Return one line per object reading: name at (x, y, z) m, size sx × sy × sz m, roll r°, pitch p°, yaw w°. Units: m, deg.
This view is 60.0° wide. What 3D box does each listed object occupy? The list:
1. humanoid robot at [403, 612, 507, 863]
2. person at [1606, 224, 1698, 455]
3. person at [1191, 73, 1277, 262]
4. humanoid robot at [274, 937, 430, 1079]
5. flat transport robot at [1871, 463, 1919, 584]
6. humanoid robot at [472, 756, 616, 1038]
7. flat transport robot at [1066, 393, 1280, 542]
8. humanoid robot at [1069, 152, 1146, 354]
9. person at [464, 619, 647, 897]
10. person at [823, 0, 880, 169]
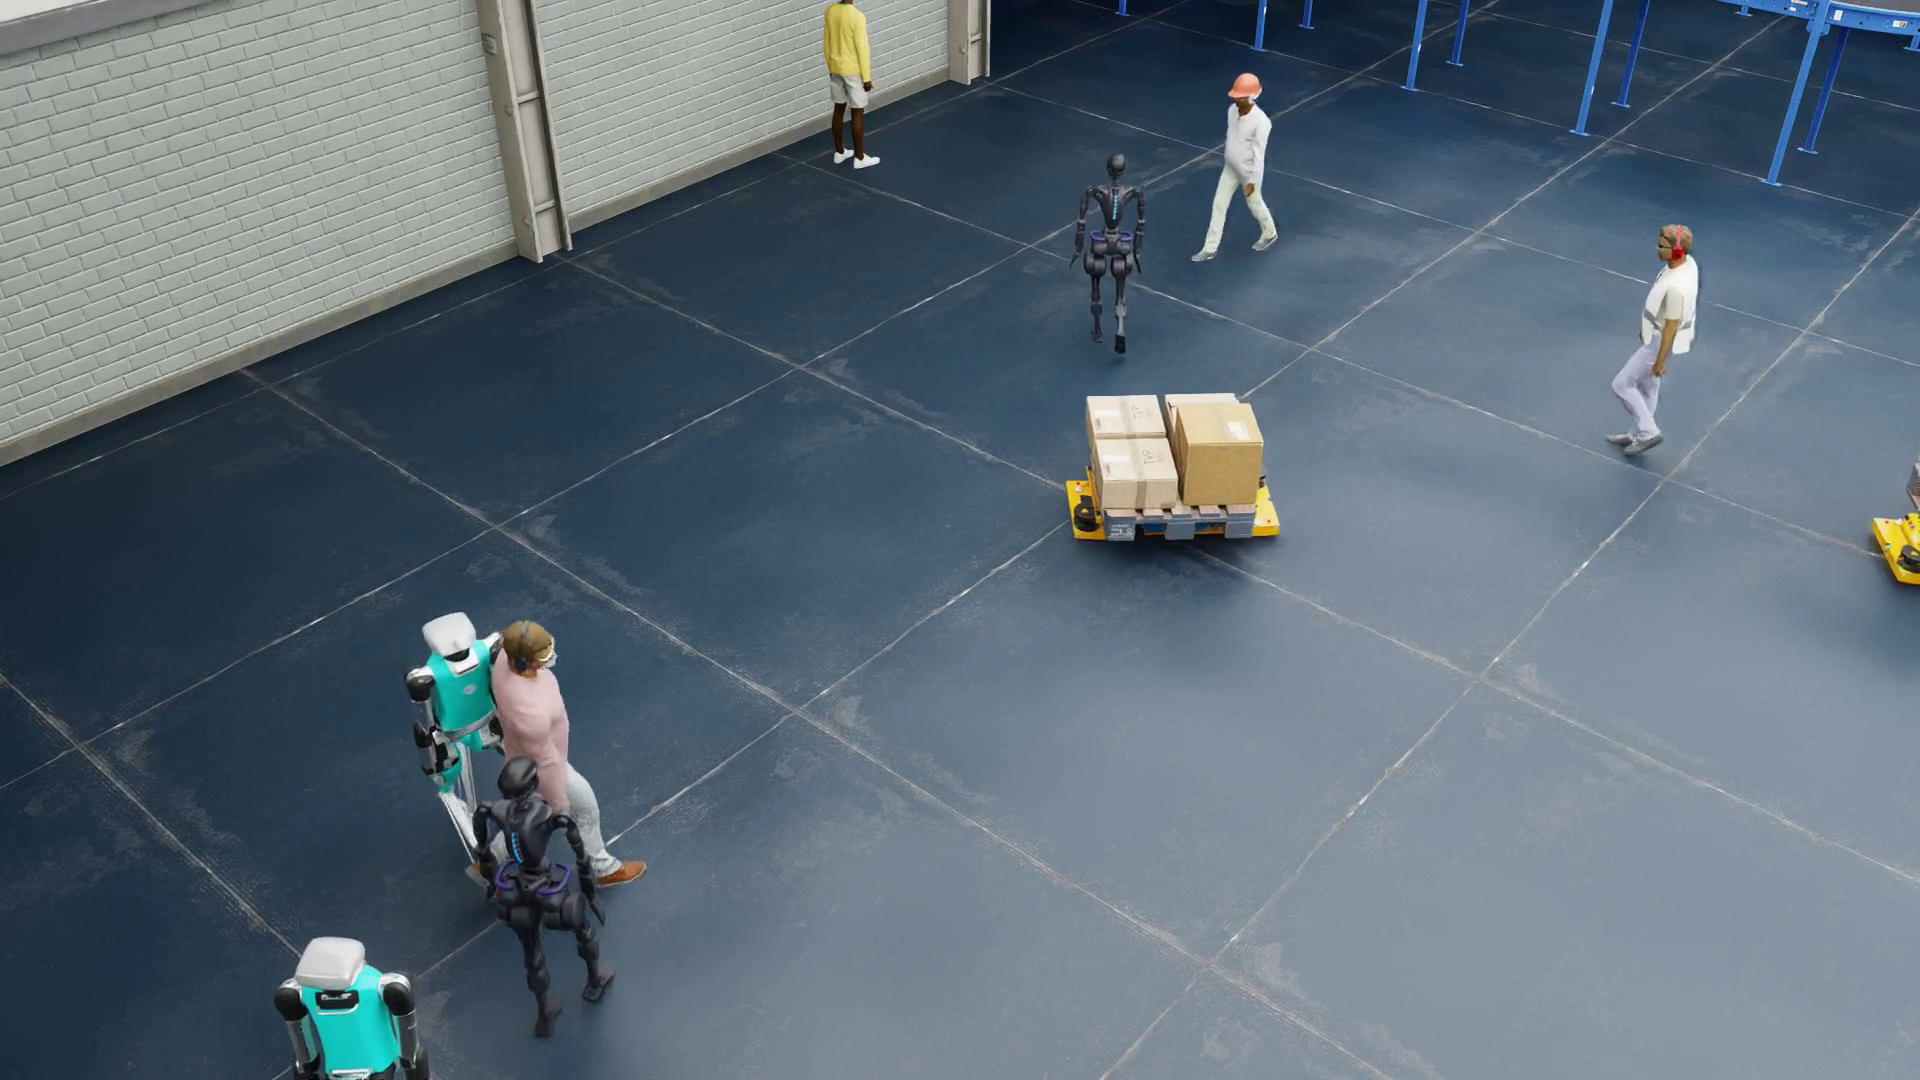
humanoid robot at (-2.678, 0.991, 8.740) m, size 0.532 × 1.764 × 0.849 m, roll -27°, pitch 44°, yaw -33°
person at (5.052, -1.432, 12.057) m, size 0.465 × 1.823 × 0.558 m, roll 18°, pitch 39°, yaw 23°
person at (2.549, -3.335, 14.830) m, size 0.883 × 1.712 × 0.565 m, roll -20°, pitch 40°, yaw -25°
humanoid robot at (-2.398, 2.474, 6.679) m, size 0.532 × 1.793 × 0.827 m, roll -2°, pitch 35°, yaw -2°
flat transport robot at (7.034, 0.093, 11.257) m, size 1.431 × 0.231 × 0.659 m, roll 5°, pitch 36°, yaw 8°
humanoid robot at (-1.989, 1.650, 7.860) m, size 0.602 × 1.654 × 0.482 m, roll 5°, pitch 36°, yaw 7°
flat transport robot at (1.493, -0.270, 11.766) m, size 1.431 × 0.231 × 0.659 m, roll -1°, pitch 35°, yaw -2°
humanoid robot at (1.191, -2.296, 13.409) m, size 0.601 × 1.644 × 0.569 m, roll -2°, pitch 35°, yaw -2°
person at (-2.126, 1.141, 8.390) m, size 0.850 × 1.896 × 0.651 m, roll -14°, pitch 38°, yaw -18°
person at (-1.108, -4.642, 16.502) m, size 0.543 × 1.899 × 0.376 m, roll 26°, pitch 43°, yaw 31°
